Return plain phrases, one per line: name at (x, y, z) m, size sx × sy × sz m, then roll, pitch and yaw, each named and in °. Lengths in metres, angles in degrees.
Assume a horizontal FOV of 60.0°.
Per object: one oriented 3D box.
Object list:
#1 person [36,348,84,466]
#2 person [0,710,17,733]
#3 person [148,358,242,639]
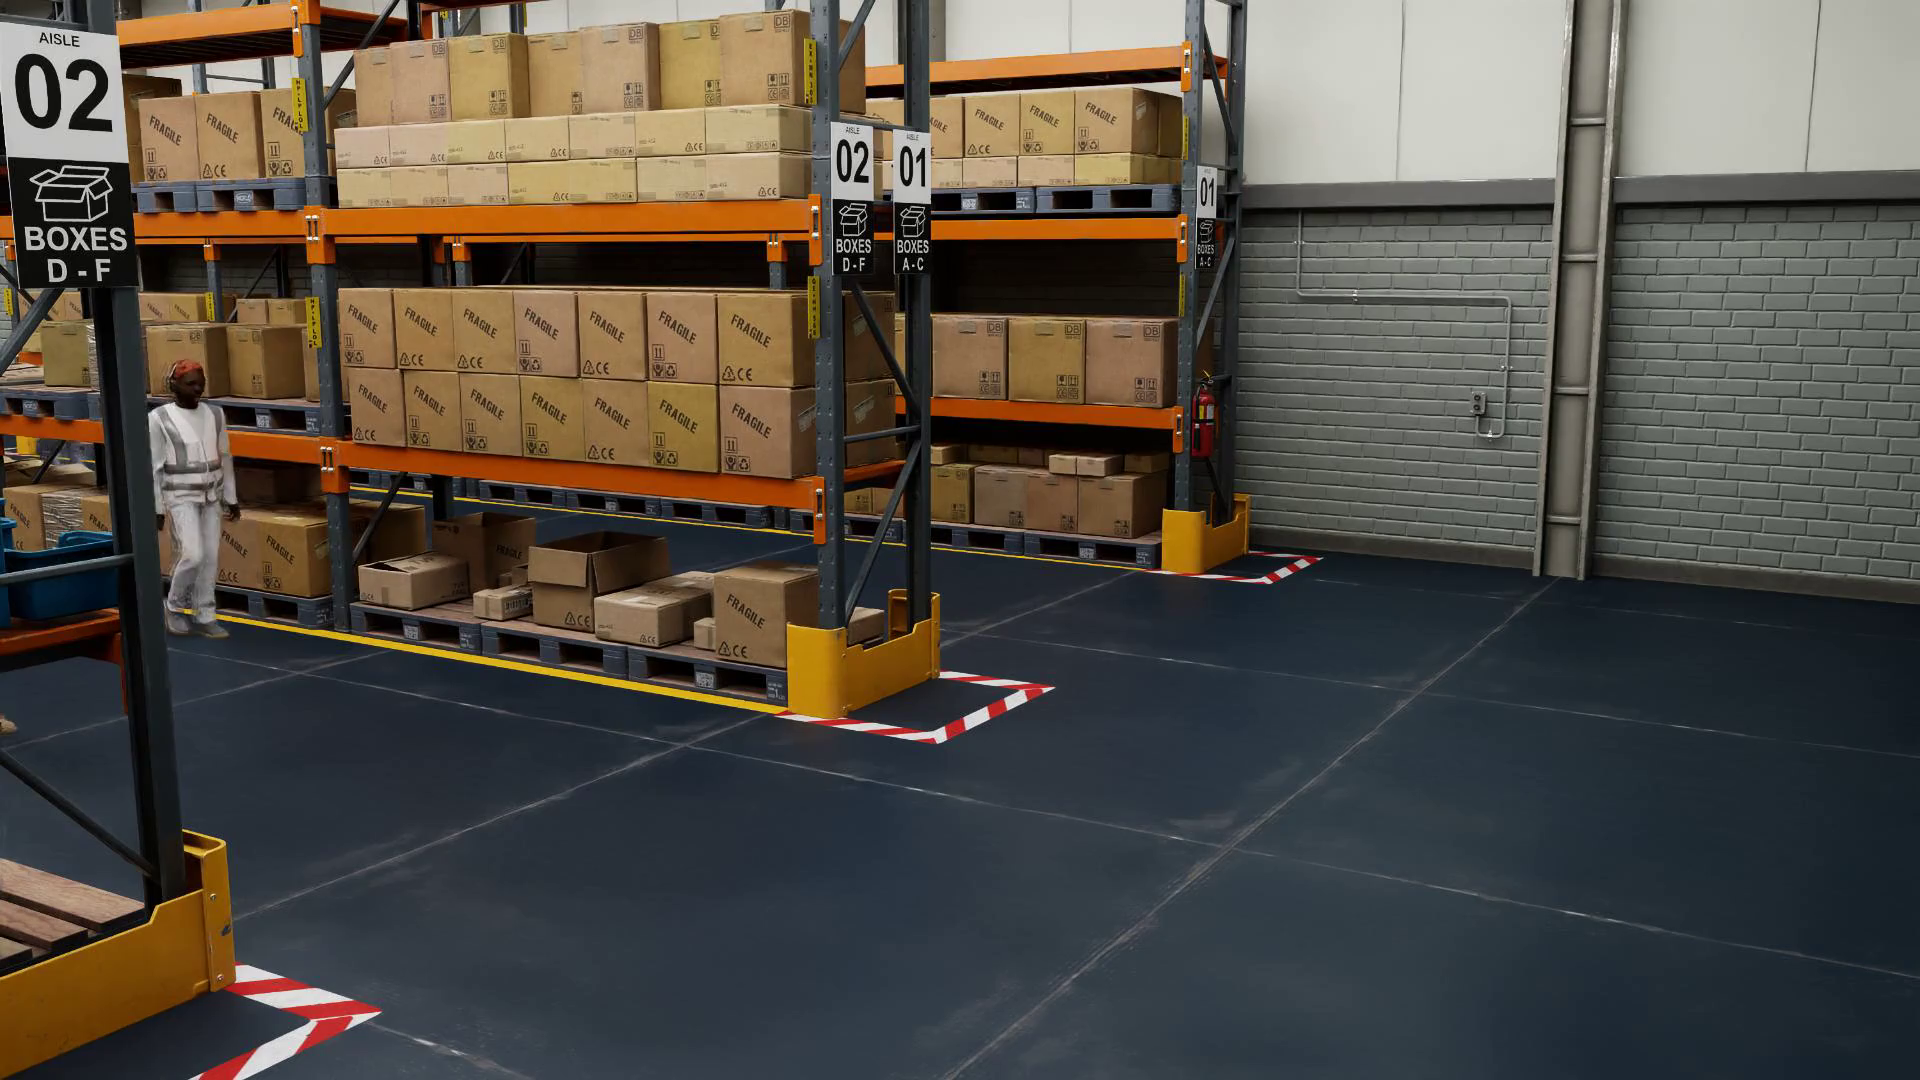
person at (-9.203, -1.238, 17.038) m, size 0.406 × 1.751 × 0.548 m, roll 3°, pitch 10°, yaw 18°
person at (-5.376, 0.144, 8.778) m, size 0.502 × 1.858 × 0.630 m, roll 5°, pitch 11°, yaw 28°
person at (-5.034, -0.259, 10.971) m, size 0.405 × 1.872 × 0.578 m, roll 5°, pitch 11°, yaw 26°
